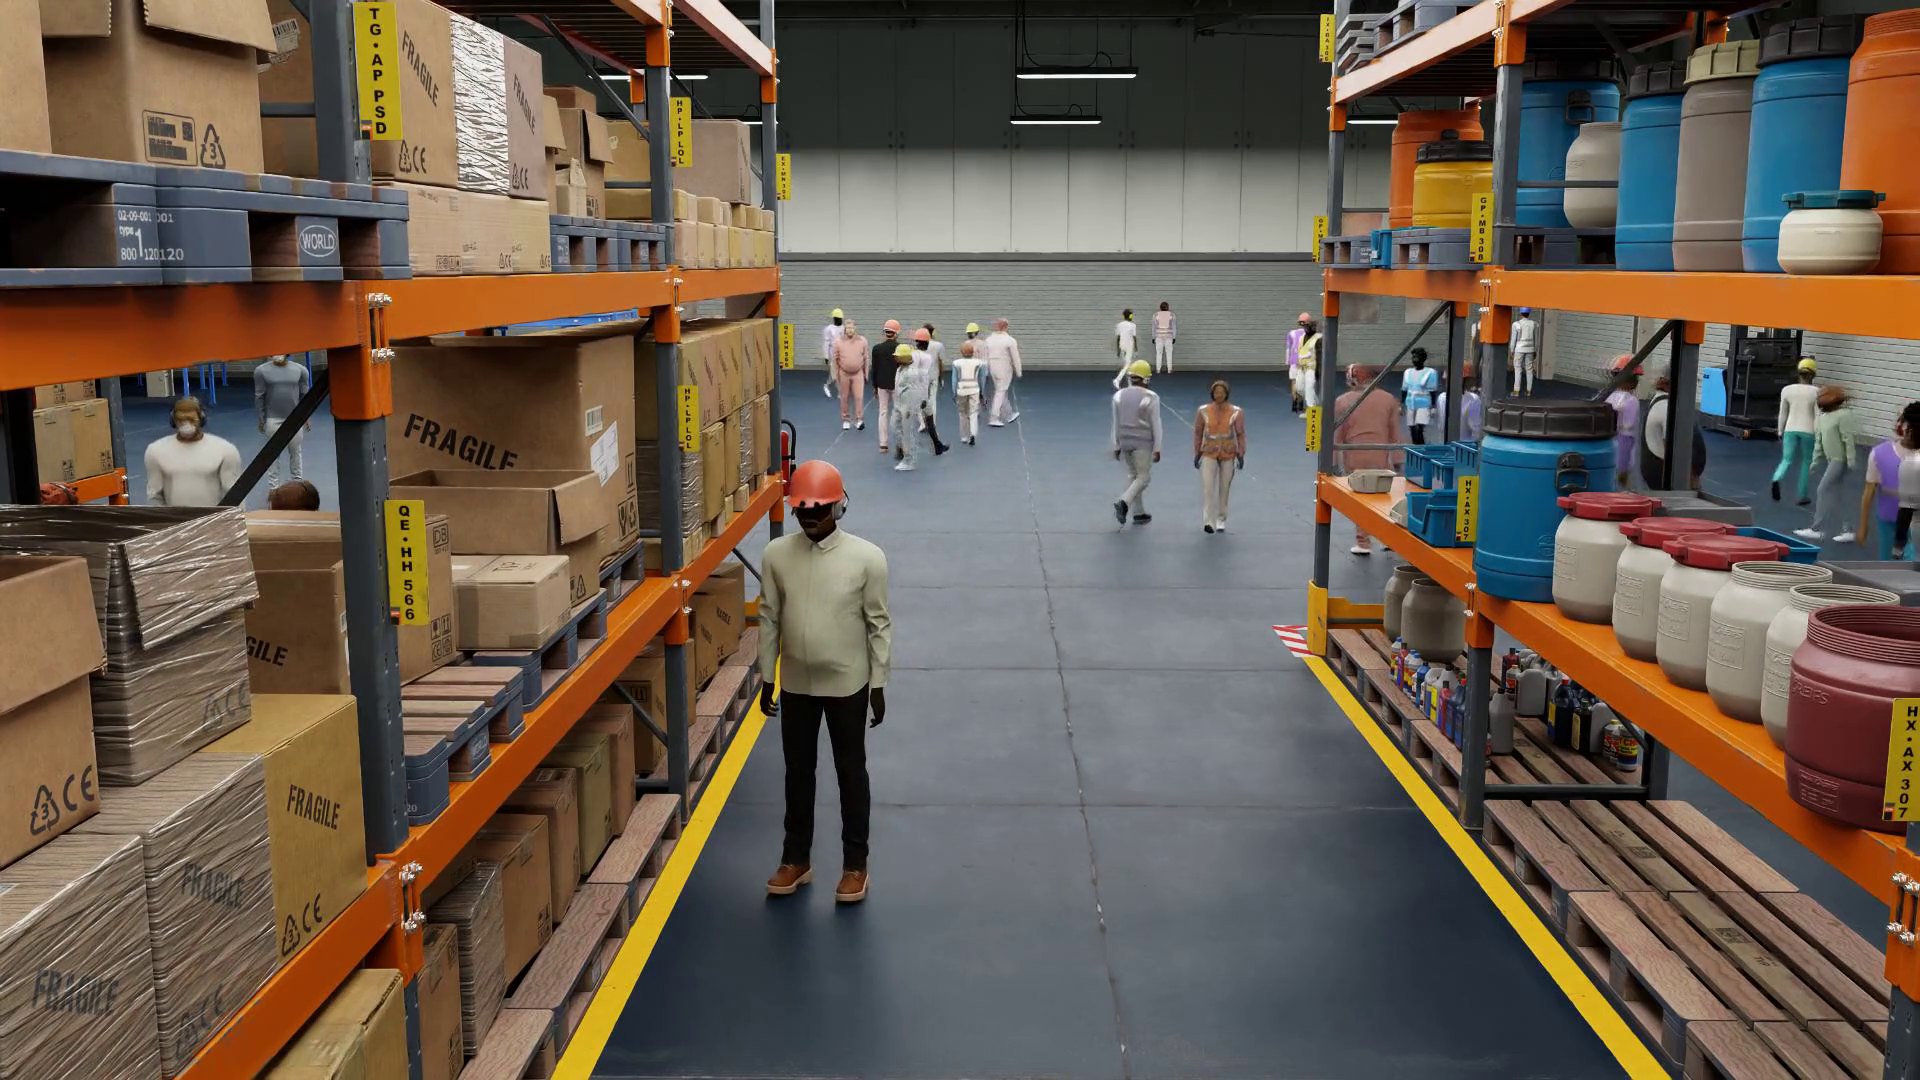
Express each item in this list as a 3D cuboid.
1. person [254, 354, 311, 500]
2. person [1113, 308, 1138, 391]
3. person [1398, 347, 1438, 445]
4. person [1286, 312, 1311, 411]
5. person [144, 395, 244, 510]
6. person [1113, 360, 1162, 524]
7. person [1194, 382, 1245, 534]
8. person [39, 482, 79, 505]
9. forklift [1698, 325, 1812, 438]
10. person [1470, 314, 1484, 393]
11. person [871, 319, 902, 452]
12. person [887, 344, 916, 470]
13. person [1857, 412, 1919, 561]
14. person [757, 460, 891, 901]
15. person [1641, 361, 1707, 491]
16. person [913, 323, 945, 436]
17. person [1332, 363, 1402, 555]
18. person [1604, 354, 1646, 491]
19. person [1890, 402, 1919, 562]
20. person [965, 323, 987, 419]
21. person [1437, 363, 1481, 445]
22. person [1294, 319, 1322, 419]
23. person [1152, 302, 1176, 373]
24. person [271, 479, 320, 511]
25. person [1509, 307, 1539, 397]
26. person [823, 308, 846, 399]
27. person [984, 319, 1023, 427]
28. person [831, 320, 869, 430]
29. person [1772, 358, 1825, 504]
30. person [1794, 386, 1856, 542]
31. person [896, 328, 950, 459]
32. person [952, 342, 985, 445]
[{"bbox_3d":[-8.181,-1.464,20.140,0.629,1.934,0.377,-4,10,-25],"label":"person"},{"bbox_3d":[3.718,-4.269,37.239,0.526,1.840,0.887,9,13,44],"label":"person"},{"bbox_3d":[6.340,-1.837,23.122,0.507,1.677,0.553,-8,12,-38],"label":"person"},{"bbox_3d":[6.541,-3.416,31.933,0.555,1.905,0.865,2,10,13],"label":"person"},{"bbox_3d":[-5.386,-0.058,11.730,0.629,1.942,0.416,-3,10,-16],"label":"person"},{"bbox_3d":[1.896,-1.047,18.034,0.592,1.809,0.732,8,12,40],"label":"person"},{"bbox_3d":[2.729,-0.861,17.500,0.541,1.591,0.831,1,10,9],"label":"person"},{"bbox_3d":[-4.001,0.674,7.483,0.574,1.882,0.356,0,9,-1],"label":"person"},{"bbox_3d":[13.248,-3.165,27.620,1.129,2.768,1.873,0,9,1],"label":"forklift"},{"bbox_3d":[11.407,-4.110,36.364,0.519,1.800,0.918,4,10,24],"label":"person"},{"bbox_3d":[-1.031,-2.321,25.080,0.612,1.995,0.393,3,10,16],"label":"person"},{"bbox_3d":[-0.793,-1.829,22.895,0.353,1.730,0.505,-4,10,-24],"label":"person"},{"bbox_3d":[7.228,-0.154,12.780,0.586,1.787,0.910,4,10,24],"label":"person"},{"bbox_3d":[-0.620,0.628,7.427,0.623,1.989,0.401,3,10,16],"label":"person"},{"bbox_3d":[6.315,-0.592,14.721,0.555,2.000,0.716,3,10,17],"label":"person"},{"bbox_3d":[-0.507,-2.655,27.526,0.535,1.853,0.460,-1,10,-5],"label":"person"},{"bbox_3d":[3.949,-0.791,16.290,0.668,1.870,0.502,-1,9,-4],"label":"person"},{"bbox_3d":[6.212,-0.776,15.868,1.079,1.995,0.620,-2,10,-12],"label":"person"},{"bbox_3d":[6.665,-0.012,11.490,0.655,1.915,0.850,-4,10,-23],"label":"person"},{"bbox_3d":[0.322,-3.129,30.636,0.535,1.754,0.586,9,13,44],"label":"person"},{"bbox_3d":[5.117,-0.913,17.021,1.048,1.877,0.552,-8,12,-38],"label":"person"},{"bbox_3d":[6.418,-3.147,30.535,0.456,1.823,0.645,-5,11,-27],"label":"person"},{"bbox_3d":[5.266,-5.228,42.967,0.624,1.841,0.430,1,10,7],"label":"person"},{"bbox_3d":[-3.184,0.621,8.008,0.639,1.822,0.809,1,10,6],"label":"person"},{"bbox_3d":[12.055,-4.050,35.583,0.615,1.945,0.404,-1,10,-6],"label":"person"},{"bbox_3d":[-2.621,-3.926,34.995,0.852,1.902,0.593,9,13,43],"label":"person"},{"bbox_3d":[0.824,-2.929,29.107,0.678,1.856,0.973,9,13,43],"label":"person"},{"bbox_3d":[-1.855,-2.785,28.255,0.671,1.863,0.958,-1,10,-8],"label":"person"},{"bbox_3d":[9.857,-1.271,19.561,0.664,1.745,0.522,-8,13,-41],"label":"person"},{"bbox_3d":[8.927,-0.782,17.095,0.665,1.584,0.567,2,10,11],"label":"person"},{"bbox_3d":[-0.569,-2.152,24.393,0.555,1.879,0.983,8,12,40],"label":"person"},{"bbox_3d":[0.131,-2.300,26.087,0.519,1.608,0.794,0,9,-1],"label":"person"}]
